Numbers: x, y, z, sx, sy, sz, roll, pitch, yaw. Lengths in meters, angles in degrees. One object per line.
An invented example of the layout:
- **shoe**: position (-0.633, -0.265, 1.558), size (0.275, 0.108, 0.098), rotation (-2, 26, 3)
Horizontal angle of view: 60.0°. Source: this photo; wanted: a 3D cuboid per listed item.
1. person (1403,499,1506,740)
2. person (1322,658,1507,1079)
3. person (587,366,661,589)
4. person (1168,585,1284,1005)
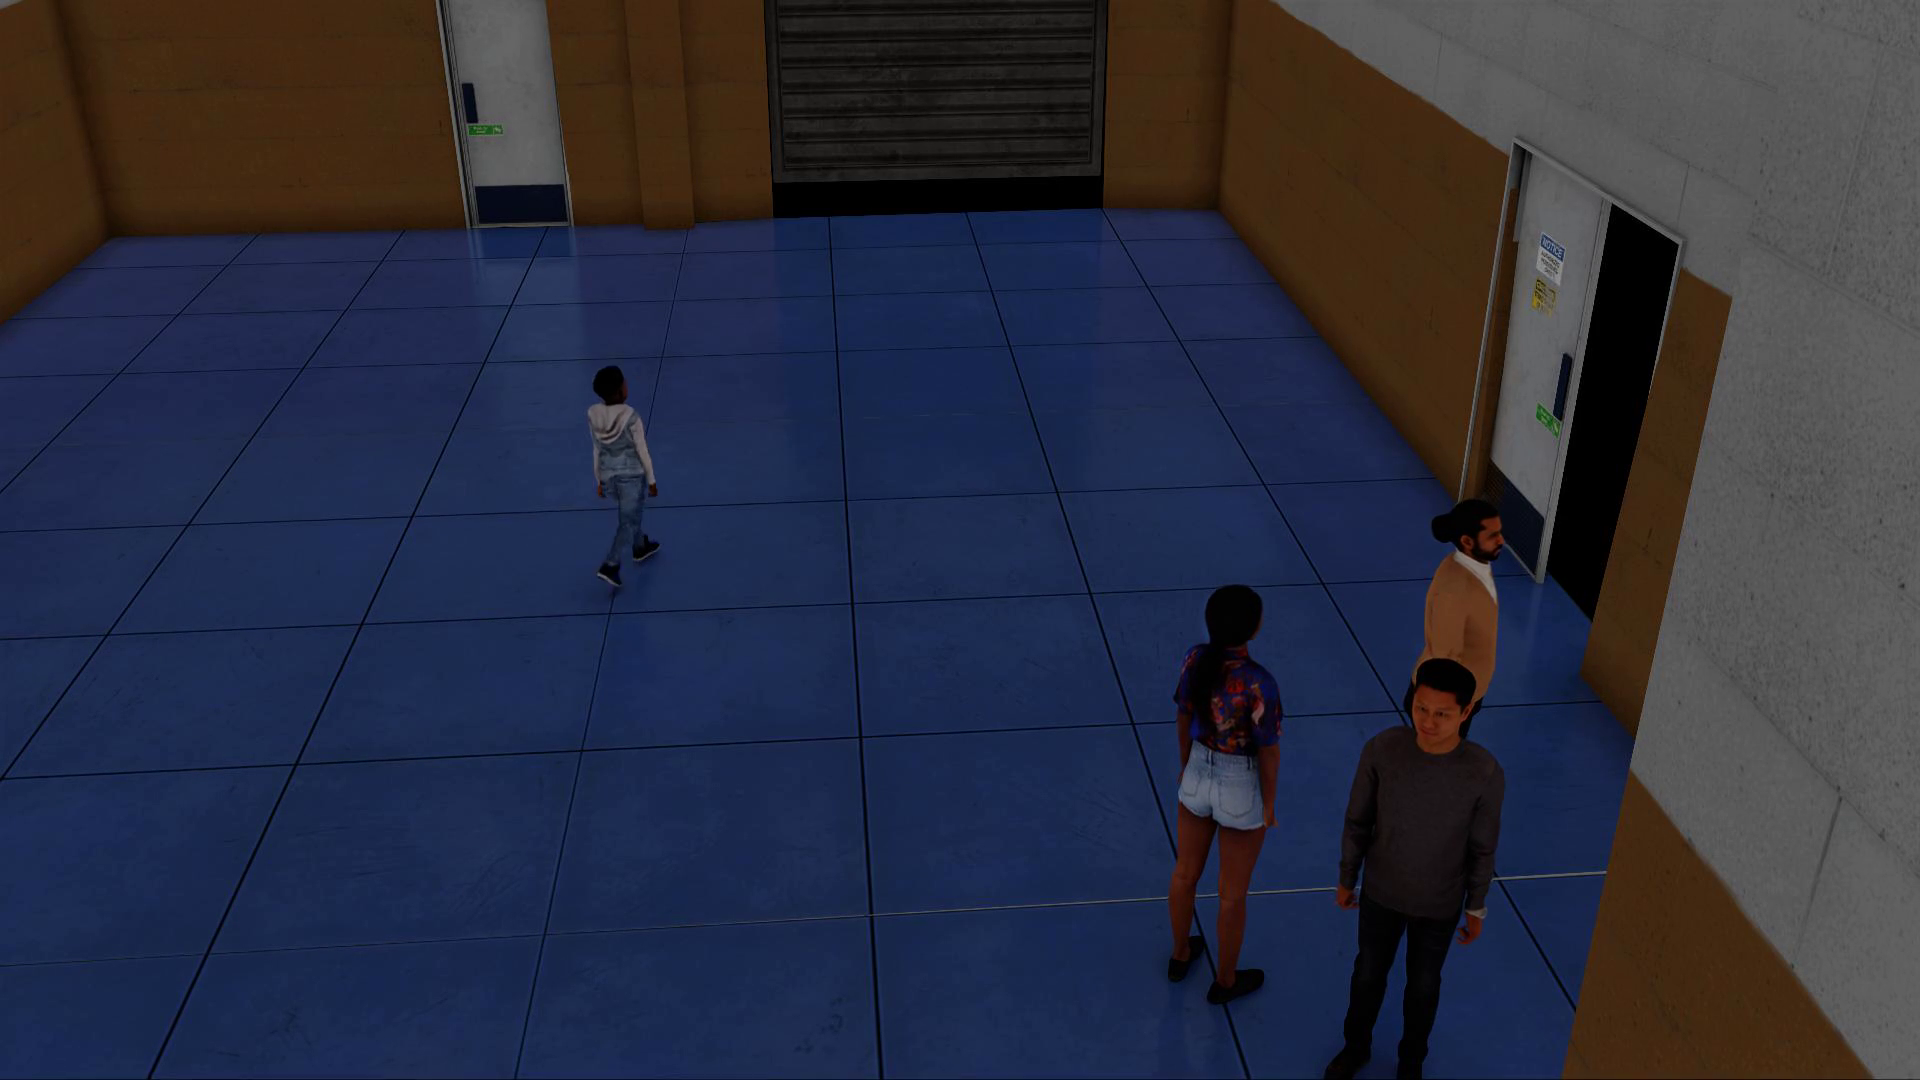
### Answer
- **person**: position (1.970, 0.635, 6.725), size (0.760, 1.754, 0.753), rotation (12, 29, 21)
- **person**: position (1.548, 1.178, 5.649), size (0.648, 1.766, 0.781), rotation (-9, 28, -17)
- **person**: position (-1.897, -0.341, 9.222), size (0.874, 1.243, 0.808), rotation (12, 29, 22)
- **person**: position (0.967, 0.934, 6.156), size (0.666, 1.743, 0.715), rotation (23, 35, 37)
